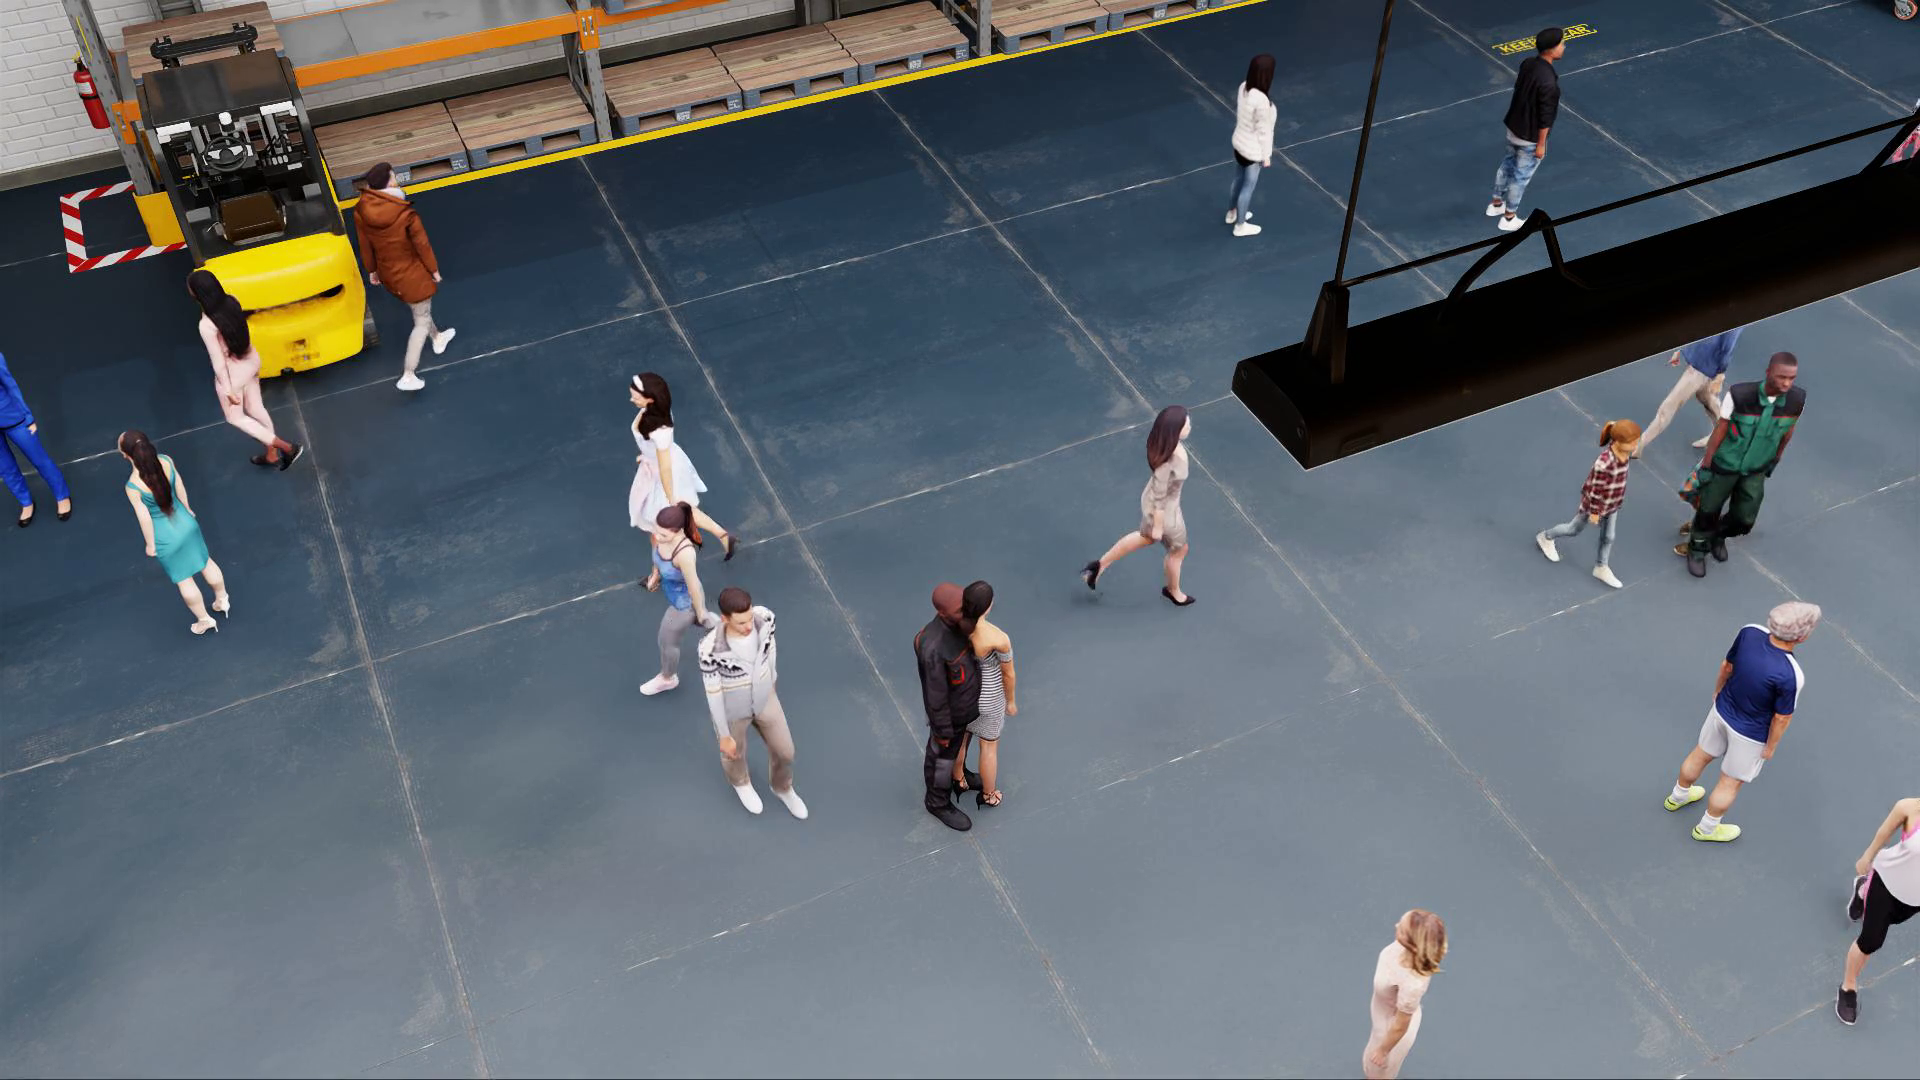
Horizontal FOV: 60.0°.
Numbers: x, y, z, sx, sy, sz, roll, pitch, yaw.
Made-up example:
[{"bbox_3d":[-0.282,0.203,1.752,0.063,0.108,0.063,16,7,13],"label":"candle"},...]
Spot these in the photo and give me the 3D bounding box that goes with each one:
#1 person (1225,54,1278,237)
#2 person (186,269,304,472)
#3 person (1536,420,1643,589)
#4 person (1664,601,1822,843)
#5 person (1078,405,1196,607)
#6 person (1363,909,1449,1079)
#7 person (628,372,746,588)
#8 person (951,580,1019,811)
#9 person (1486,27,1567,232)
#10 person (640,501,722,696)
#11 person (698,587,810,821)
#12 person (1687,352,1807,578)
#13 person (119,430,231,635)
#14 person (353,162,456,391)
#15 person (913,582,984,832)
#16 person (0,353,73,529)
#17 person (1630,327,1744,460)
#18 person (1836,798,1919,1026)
[{"bbox_3d":[2.470,-3.372,14.185,0.586,1.638,0.653,-11,45,-12],"label":"person"},{"bbox_3d":[-5.037,-1.172,11.824,0.889,1.708,0.823,8,44,8],"label":"person"},{"bbox_3d":[4.256,-0.295,11.208,0.841,1.288,0.668,-24,49,-23],"label":"person"},{"bbox_3d":[4.452,1.009,9.441,0.557,1.837,0.651,-14,45,-15],"label":"person"},{"bbox_3d":[1.221,-0.196,10.790,1.127,1.722,0.884,0,44,0],"label":"person"},{"bbox_3d":[2.101,2.354,8.036,0.707,1.829,0.636,16,46,16],"label":"person"},{"bbox_3d":[-1.862,-0.397,10.952,1.046,1.789,0.790,-9,44,-9],"label":"person"},{"bbox_3d":[0.093,0.902,9.565,0.689,1.822,0.707,23,48,23],"label":"person"},{"bbox_3d":[4.842,-3.519,14.211,0.704,1.815,0.756,-6,44,-6],"label":"person"},{"bbox_3d":[-1.643,0.337,10.340,1.086,1.571,0.656,-11,45,-11],"label":"person"},{"bbox_3d":[-1.291,0.885,9.574,0.746,1.834,0.824,-26,50,-25],"label":"person"},{"bbox_3d":[5.170,-0.561,11.096,0.813,1.829,0.898,5,44,5],"label":"person"},{"bbox_3d":[-5.047,-0.053,10.666,0.678,1.686,0.610,16,46,16],"label":"person"},{"bbox_3d":[-4.233,-1.955,12.583,1.173,1.796,1.221,14,45,15],"label":"person"},{"bbox_3d":[-0.060,0.903,9.562,0.849,1.825,0.781,15,46,16],"label":"person"},{"bbox_3d":[-6.616,-0.813,11.454,0.516,1.699,0.699,-12,45,-13],"label":"person"},{"bbox_3d":[5.400,-1.243,11.943,1.247,1.648,0.893,-4,44,-5],"label":"person"},{"bbox_3d":[4.964,1.732,8.740,1.101,1.759,1.151,13,45,13],"label":"person"}]
